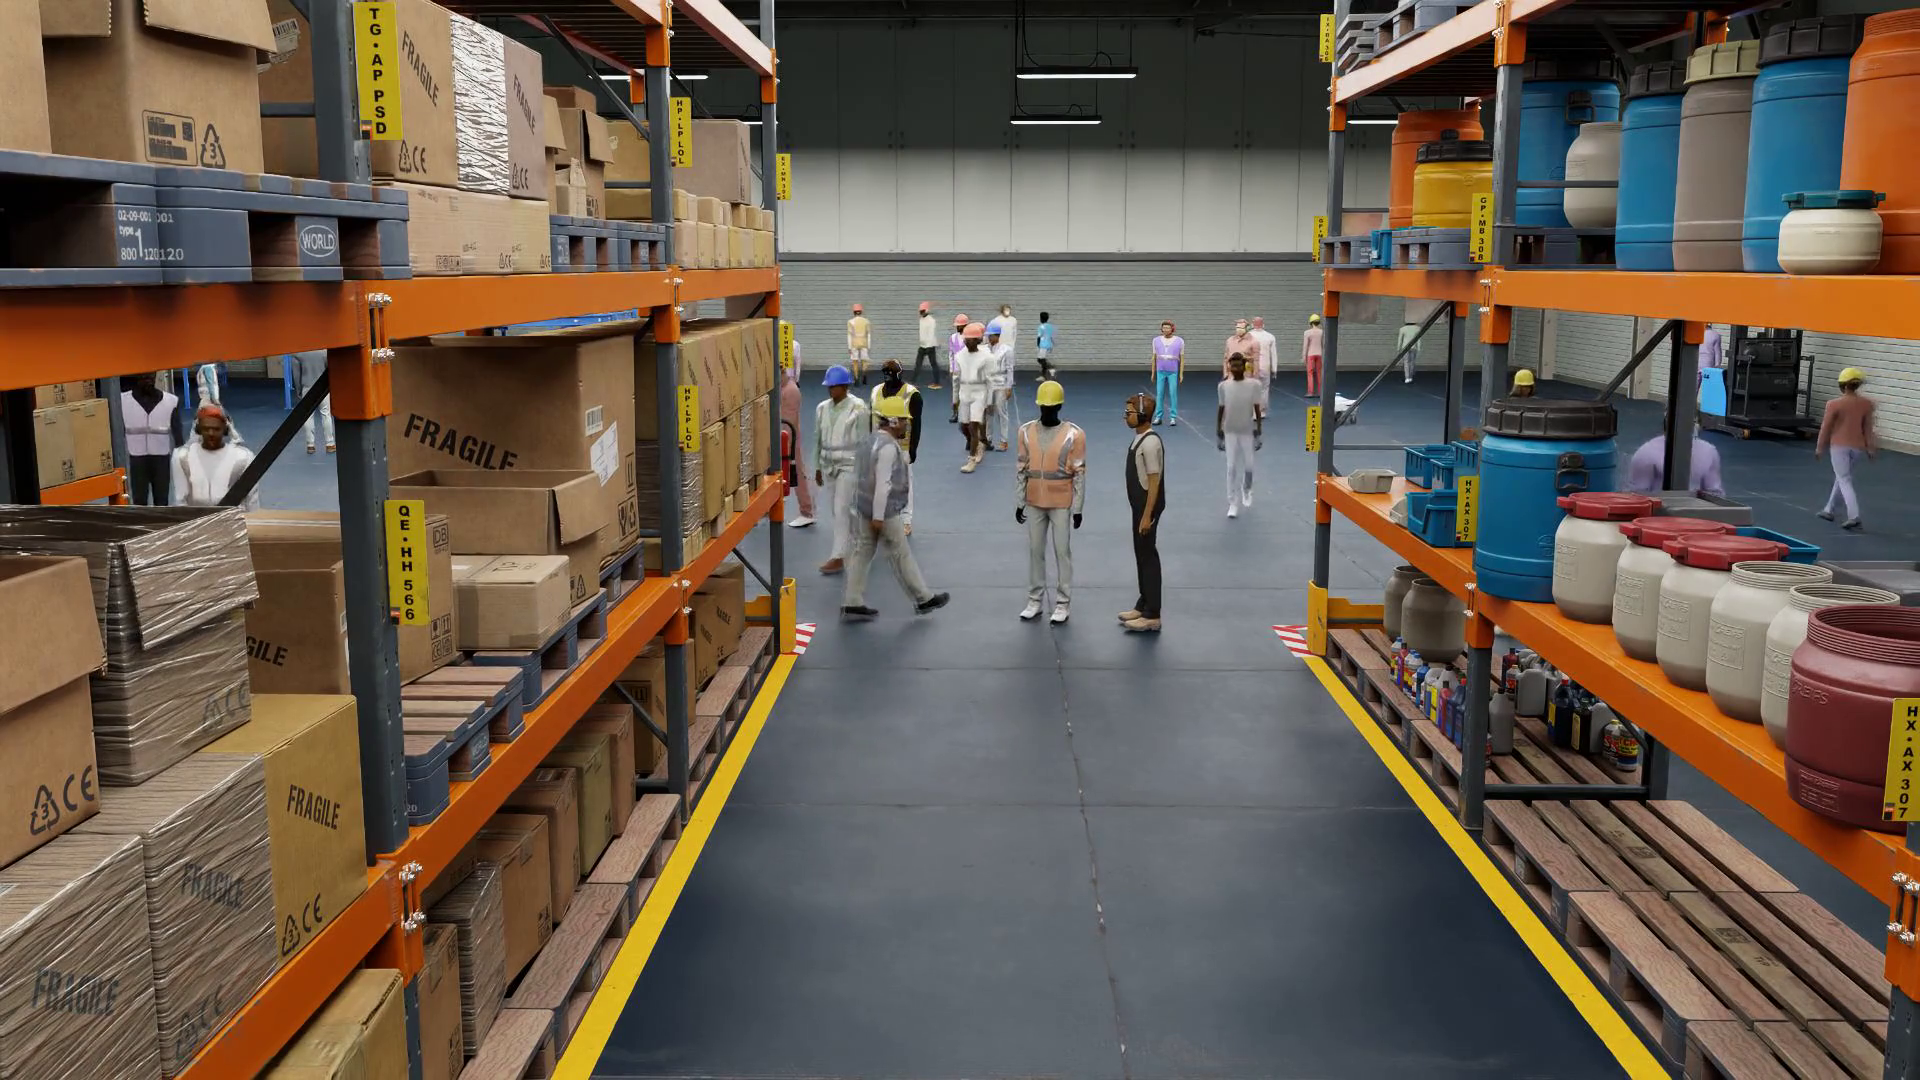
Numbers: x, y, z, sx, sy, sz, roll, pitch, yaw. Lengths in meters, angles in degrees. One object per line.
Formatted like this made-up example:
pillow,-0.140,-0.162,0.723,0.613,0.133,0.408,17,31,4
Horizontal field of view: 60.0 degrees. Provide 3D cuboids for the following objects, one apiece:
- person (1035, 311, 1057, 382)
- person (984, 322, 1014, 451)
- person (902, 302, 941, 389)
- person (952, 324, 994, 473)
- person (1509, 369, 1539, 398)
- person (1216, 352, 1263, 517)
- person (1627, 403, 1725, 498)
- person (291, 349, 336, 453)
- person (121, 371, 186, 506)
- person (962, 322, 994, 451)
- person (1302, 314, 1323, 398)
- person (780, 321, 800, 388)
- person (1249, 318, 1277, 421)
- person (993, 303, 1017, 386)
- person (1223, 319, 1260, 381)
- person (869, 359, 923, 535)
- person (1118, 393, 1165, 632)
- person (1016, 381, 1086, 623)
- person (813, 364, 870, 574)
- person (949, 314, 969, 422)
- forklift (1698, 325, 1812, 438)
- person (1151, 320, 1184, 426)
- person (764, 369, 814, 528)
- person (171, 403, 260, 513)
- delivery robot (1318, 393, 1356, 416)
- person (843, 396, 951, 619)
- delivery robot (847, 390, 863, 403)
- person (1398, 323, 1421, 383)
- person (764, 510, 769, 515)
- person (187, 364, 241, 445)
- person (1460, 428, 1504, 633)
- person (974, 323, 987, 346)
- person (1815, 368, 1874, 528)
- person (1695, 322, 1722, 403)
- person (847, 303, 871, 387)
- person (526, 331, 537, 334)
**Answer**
person,2.063,-4.633,39.850,0.565,1.680,0.546,7,12,34
person,0.523,-2.336,25.315,0.614,1.945,0.404,7,12,36
person,-0.842,-4.371,37.498,0.994,1.943,0.651,-6,11,-32
person,0.192,-1.966,22.885,0.626,2.022,0.825,5,11,28
person,6.002,-0.965,17.748,0.531,1.736,0.545,-2,10,-10
person,3.165,-1.207,18.822,0.548,1.855,0.579,2,10,13
person,4.984,-0.029,11.596,0.665,1.916,0.570,-2,10,-15
person,-9.689,-2.282,25.017,0.632,1.940,0.372,-2,10,-10
person,-7.845,-0.782,16.149,0.615,1.892,0.719,-6,11,-30
person,0.275,-2.340,25.362,0.545,1.942,0.349,6,11,32
person,7.496,-3.896,35.213,0.533,1.765,0.330,-2,10,-14
person,-2.937,-2.664,27.487,0.602,1.884,0.666,0,9,-1
person,5.422,-3.107,30.234,0.664,1.856,0.873,1,10,5
person,1.023,-4.579,38.893,0.641,1.908,0.936,-4,10,-24
person,4.757,-2.796,28.235,0.661,1.898,0.398,8,12,40
person,-0.710,-0.977,17.496,0.627,1.844,0.429,4,10,25
person,1.427,-0.222,12.961,0.336,1.844,0.508,0,9,-1
person,0.713,-0.309,13.249,0.600,1.921,0.395,5,11,28
person,-1.070,-0.693,15.579,0.622,1.922,0.869,6,11,33
person,0.055,-3.054,29.663,0.548,1.931,0.379,4,10,25
forklift,13.248,-3.165,27.620,1.129,2.768,1.873,0,9,1
person,3.653,-2.940,29.238,0.571,1.843,0.373,3,10,19
person,-1.989,-1.037,17.797,0.988,1.854,0.645,-6,11,-34
person,-5.360,-0.079,12.069,0.572,1.857,0.665,-2,10,-10
delivery robot,6.690,-2.364,29.492,0.707,0.478,0.477,-7,12,-35
person,-0.521,-0.257,13.333,0.921,1.782,0.604,-3,10,-19
delivery robot,-2.044,-2.481,30.195,0.477,0.478,0.707,-5,11,-28
person,10.694,-4.551,39.610,0.521,1.603,0.703,1,10,8
person,-2.345,-1.109,18.719,0.319,1.696,0.532,5,11,29
person,-11.555,-2.197,25.563,0.893,1.589,0.522,-4,10,-22
person,3.894,-0.070,12.812,0.851,1.586,0.509,1,10,8
person,0.329,-3.644,34.161,0.513,1.614,0.688,-2,10,-13
person,9.620,-1.007,18.052,0.538,1.716,0.941,-1,10,-5
person,13.550,-3.145,30.304,0.640,1.902,0.407,9,13,42
person,-2.326,-4.487,38.275,0.574,1.920,0.435,-3,10,-19
person,-7.651,-2.967,30.034,0.416,1.624,0.538,-2,10,-11
